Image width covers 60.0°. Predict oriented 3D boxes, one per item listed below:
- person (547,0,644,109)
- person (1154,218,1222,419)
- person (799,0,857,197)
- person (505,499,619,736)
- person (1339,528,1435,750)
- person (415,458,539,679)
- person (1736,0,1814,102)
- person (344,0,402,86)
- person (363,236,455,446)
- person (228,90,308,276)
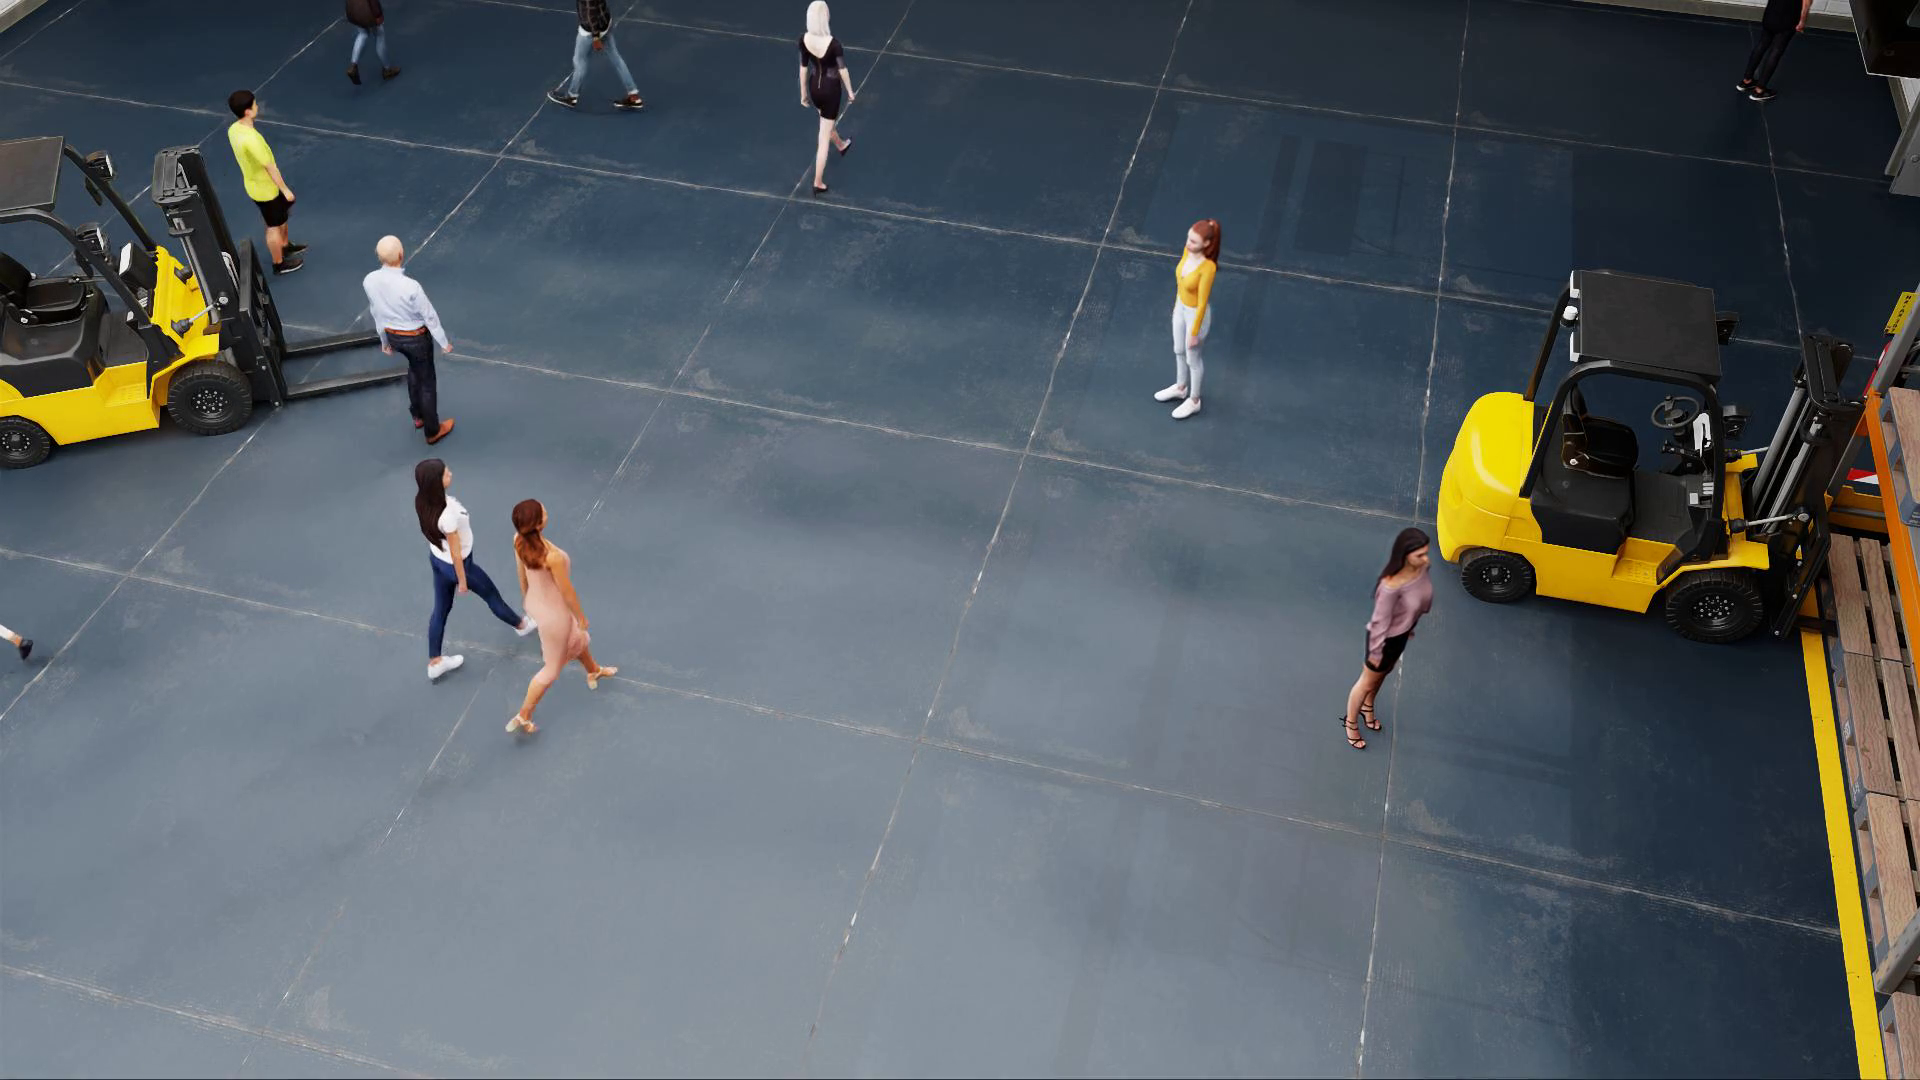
[{"bbox_3d":[-3.464,-5.007,16.260,0.900,1.770,1.169,3,44,3],"label":"person"},{"bbox_3d":[1.805,-1.723,12.830,0.743,1.747,0.655,-13,45,-14],"label":"person"},{"bbox_3d":[-1.272,-3.983,15.174,0.739,1.786,1.197,18,47,18],"label":"person"},{"bbox_3d":[-2.640,0.512,10.445,0.962,1.801,1.198,33,53,30],"label":"person"},{"bbox_3d":[2.661,0.605,10.340,0.644,1.810,0.756,-34,53,-30],"label":"person"},{"bbox_3d":[-3.368,0.213,10.812,1.207,1.728,1.028,-31,51,-28],"label":"person"},{"bbox_3d":[8.185,-5.276,16.474,0.833,1.865,0.714,-11,45,-12],"label":"person"},{"bbox_3d":[-6.050,-5.323,16.701,0.683,1.620,0.913,17,46,17],"label":"person"},{"bbox_3d":[-4.173,-1.435,12.506,0.671,1.777,0.628,14,45,15],"label":"person"},{"bbox_3d":[-6.027,-3.001,14.209,0.812,1.694,0.767,-28,50,-26],"label":"person"}]
